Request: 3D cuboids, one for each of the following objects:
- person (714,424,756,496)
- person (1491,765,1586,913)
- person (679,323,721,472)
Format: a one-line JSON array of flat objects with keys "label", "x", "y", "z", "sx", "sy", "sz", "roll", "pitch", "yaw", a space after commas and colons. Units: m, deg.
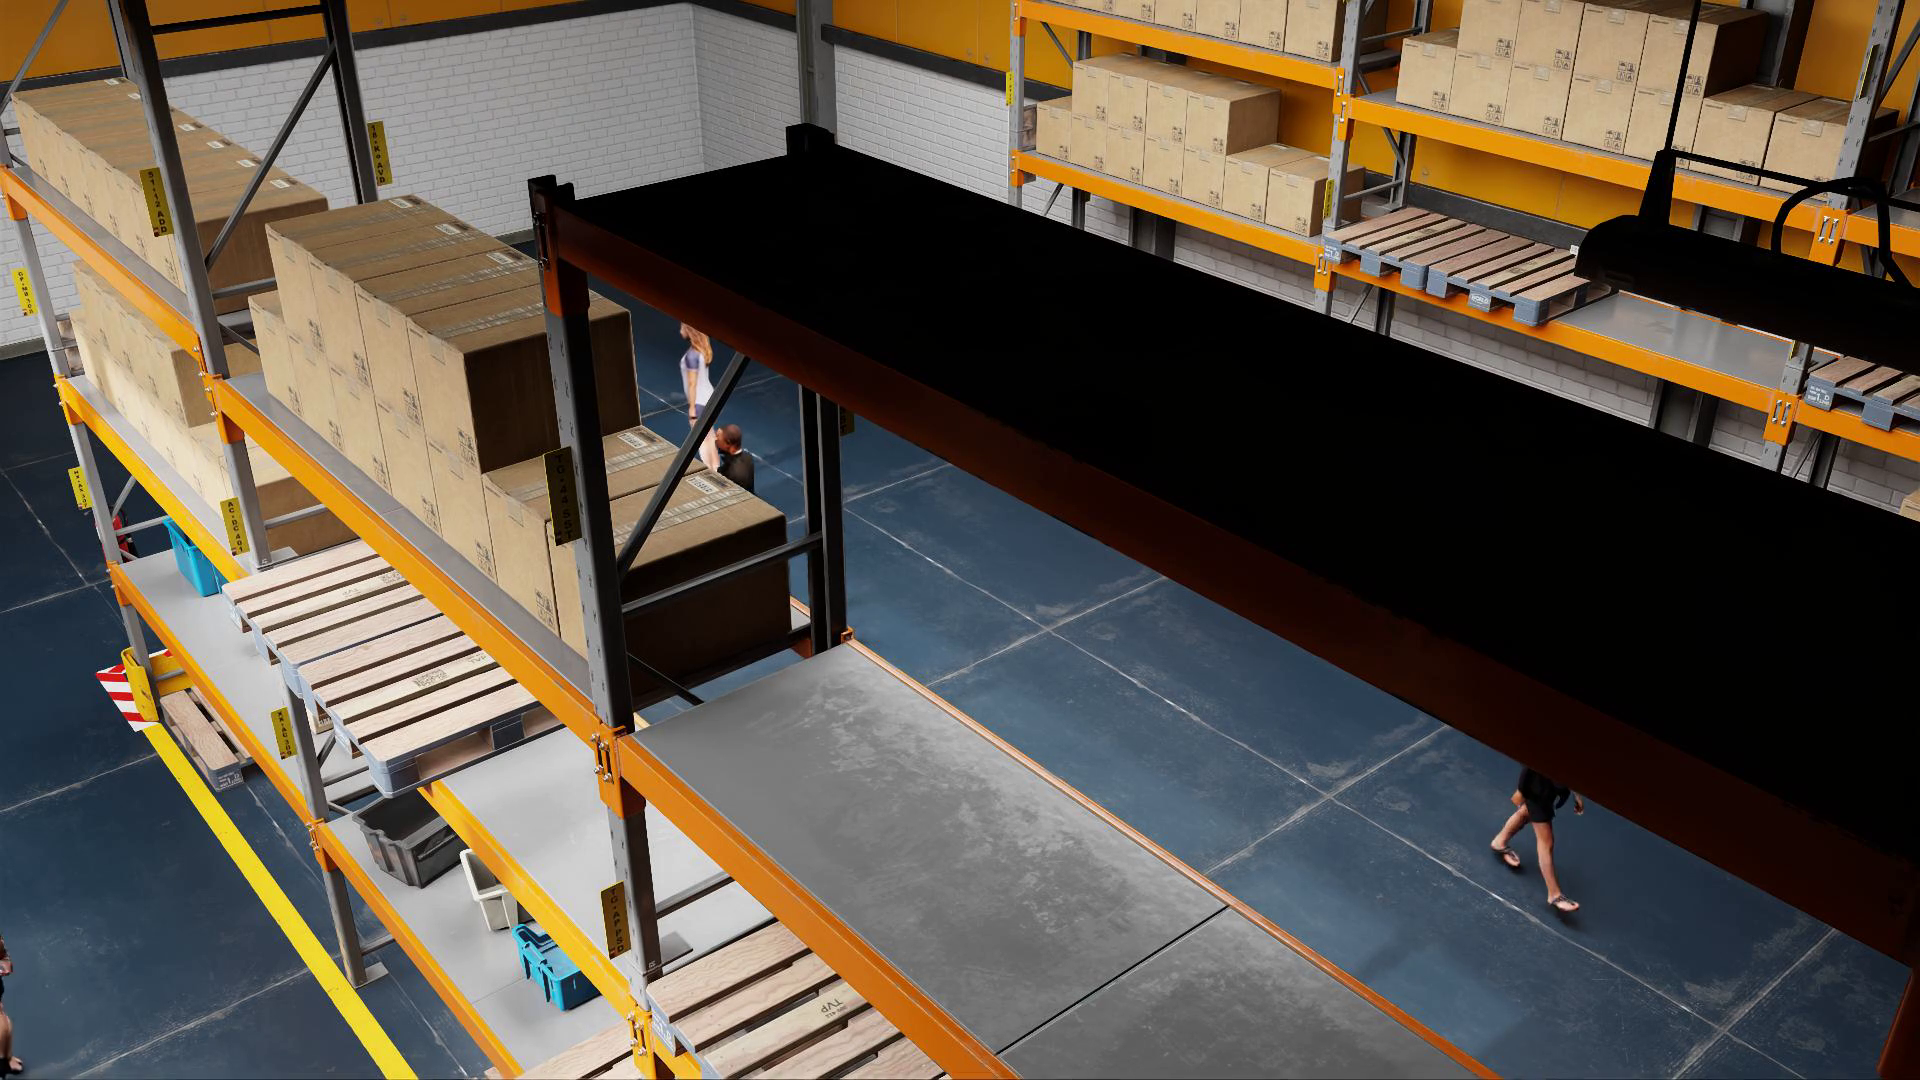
[{"label": "person", "x": -1.701, "y": -0.056, "z": 13.594, "sx": 1.319, "sy": 1.860, "sz": 1.280, "roll": 2, "pitch": 29, "yaw": 3}, {"label": "person", "x": 3.780, "y": 1.600, "z": 10.925, "sx": 0.698, "sy": 1.508, "sz": 1.115, "roll": -14, "pitch": 32, "yaw": -24}, {"label": "person", "x": -2.501, "y": -1.360, "z": 16.126, "sx": 0.733, "sy": 1.724, "sz": 0.686, "roll": 5, "pitch": 29, "yaw": 8}]
